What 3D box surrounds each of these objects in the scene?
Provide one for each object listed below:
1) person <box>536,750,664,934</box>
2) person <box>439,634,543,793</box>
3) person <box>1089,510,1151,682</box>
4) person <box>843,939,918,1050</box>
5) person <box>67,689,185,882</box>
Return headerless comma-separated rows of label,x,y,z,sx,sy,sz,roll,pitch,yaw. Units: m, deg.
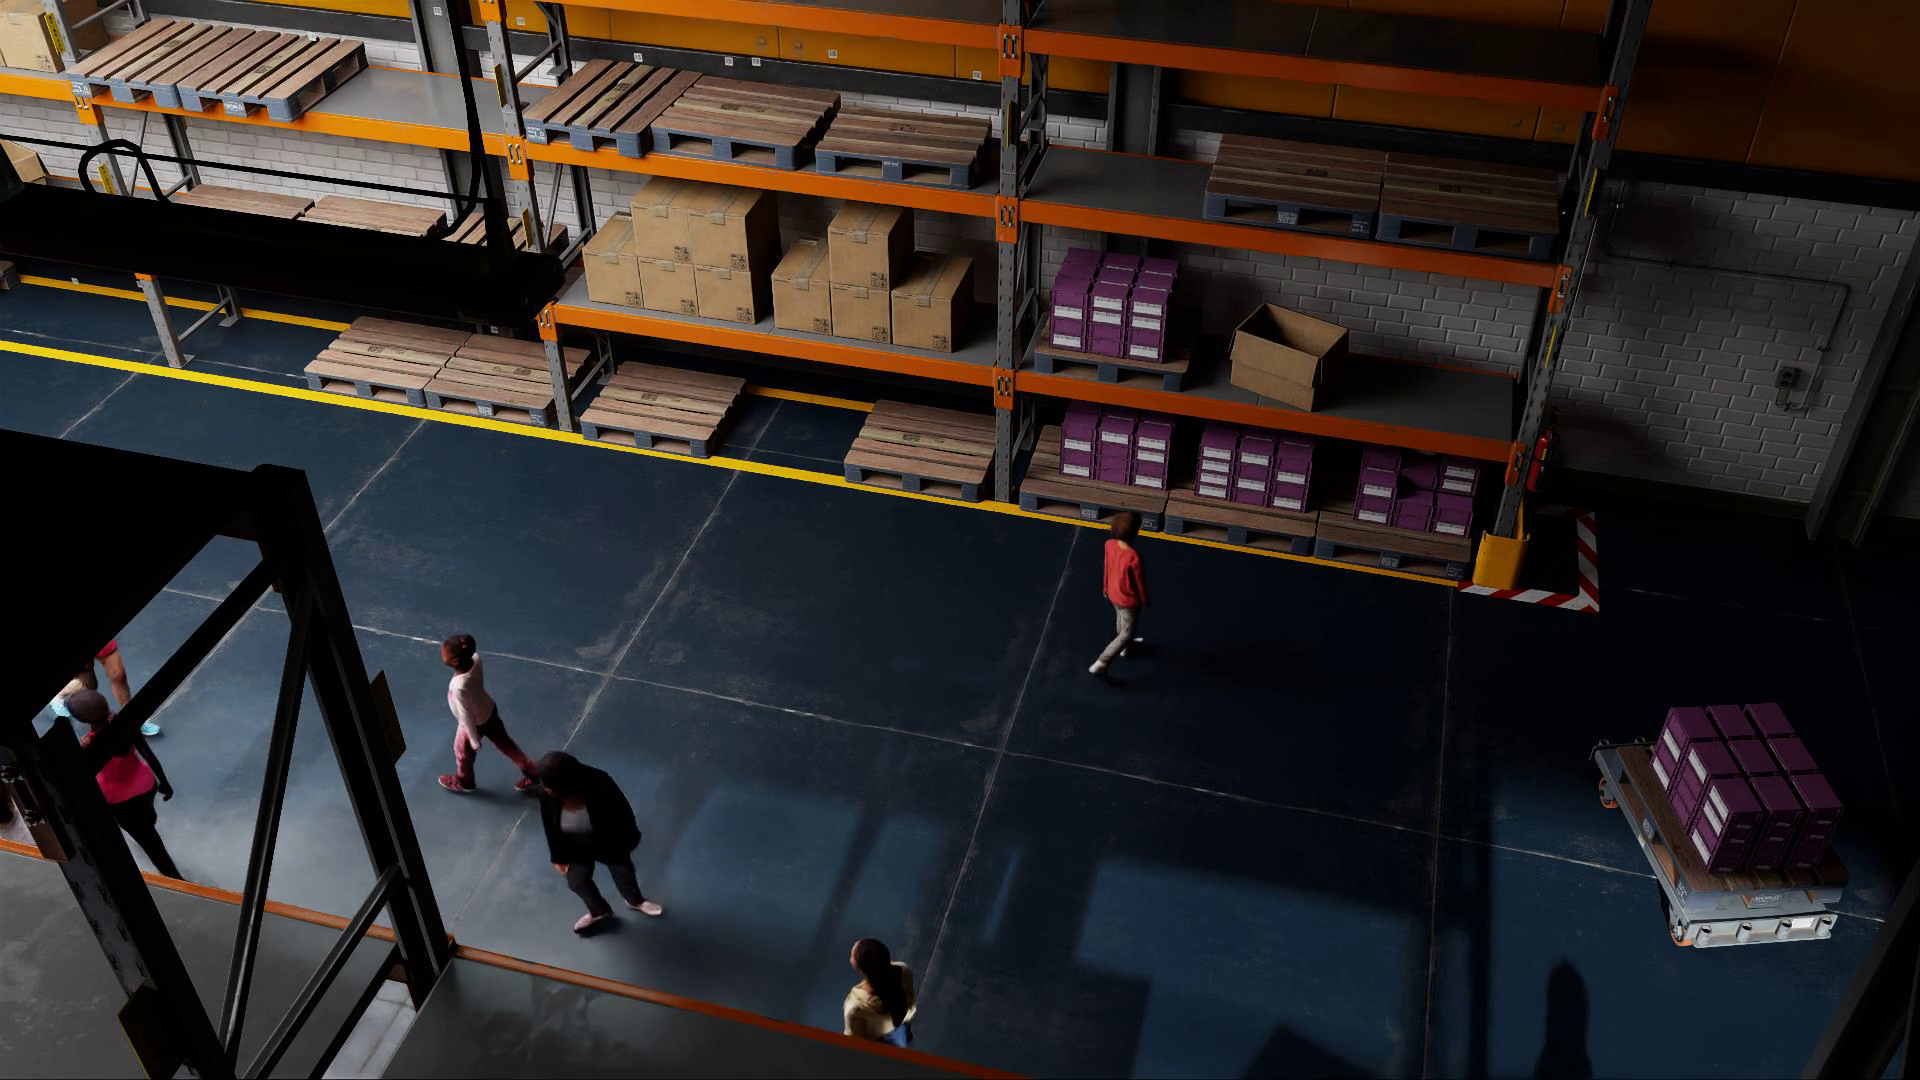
person,-2.179,1.796,10.083,0.751,1.583,0.910,-14,41,-17
person,-3.121,1.168,10.998,1.012,1.422,0.625,6,39,7
person,1.151,0.416,11.954,0.887,1.404,0.878,-26,45,-29
person,-0.373,2.745,8.868,1.084,1.616,0.921,32,48,33
person,-5.038,1.623,10.219,1.142,1.684,0.849,25,45,28
